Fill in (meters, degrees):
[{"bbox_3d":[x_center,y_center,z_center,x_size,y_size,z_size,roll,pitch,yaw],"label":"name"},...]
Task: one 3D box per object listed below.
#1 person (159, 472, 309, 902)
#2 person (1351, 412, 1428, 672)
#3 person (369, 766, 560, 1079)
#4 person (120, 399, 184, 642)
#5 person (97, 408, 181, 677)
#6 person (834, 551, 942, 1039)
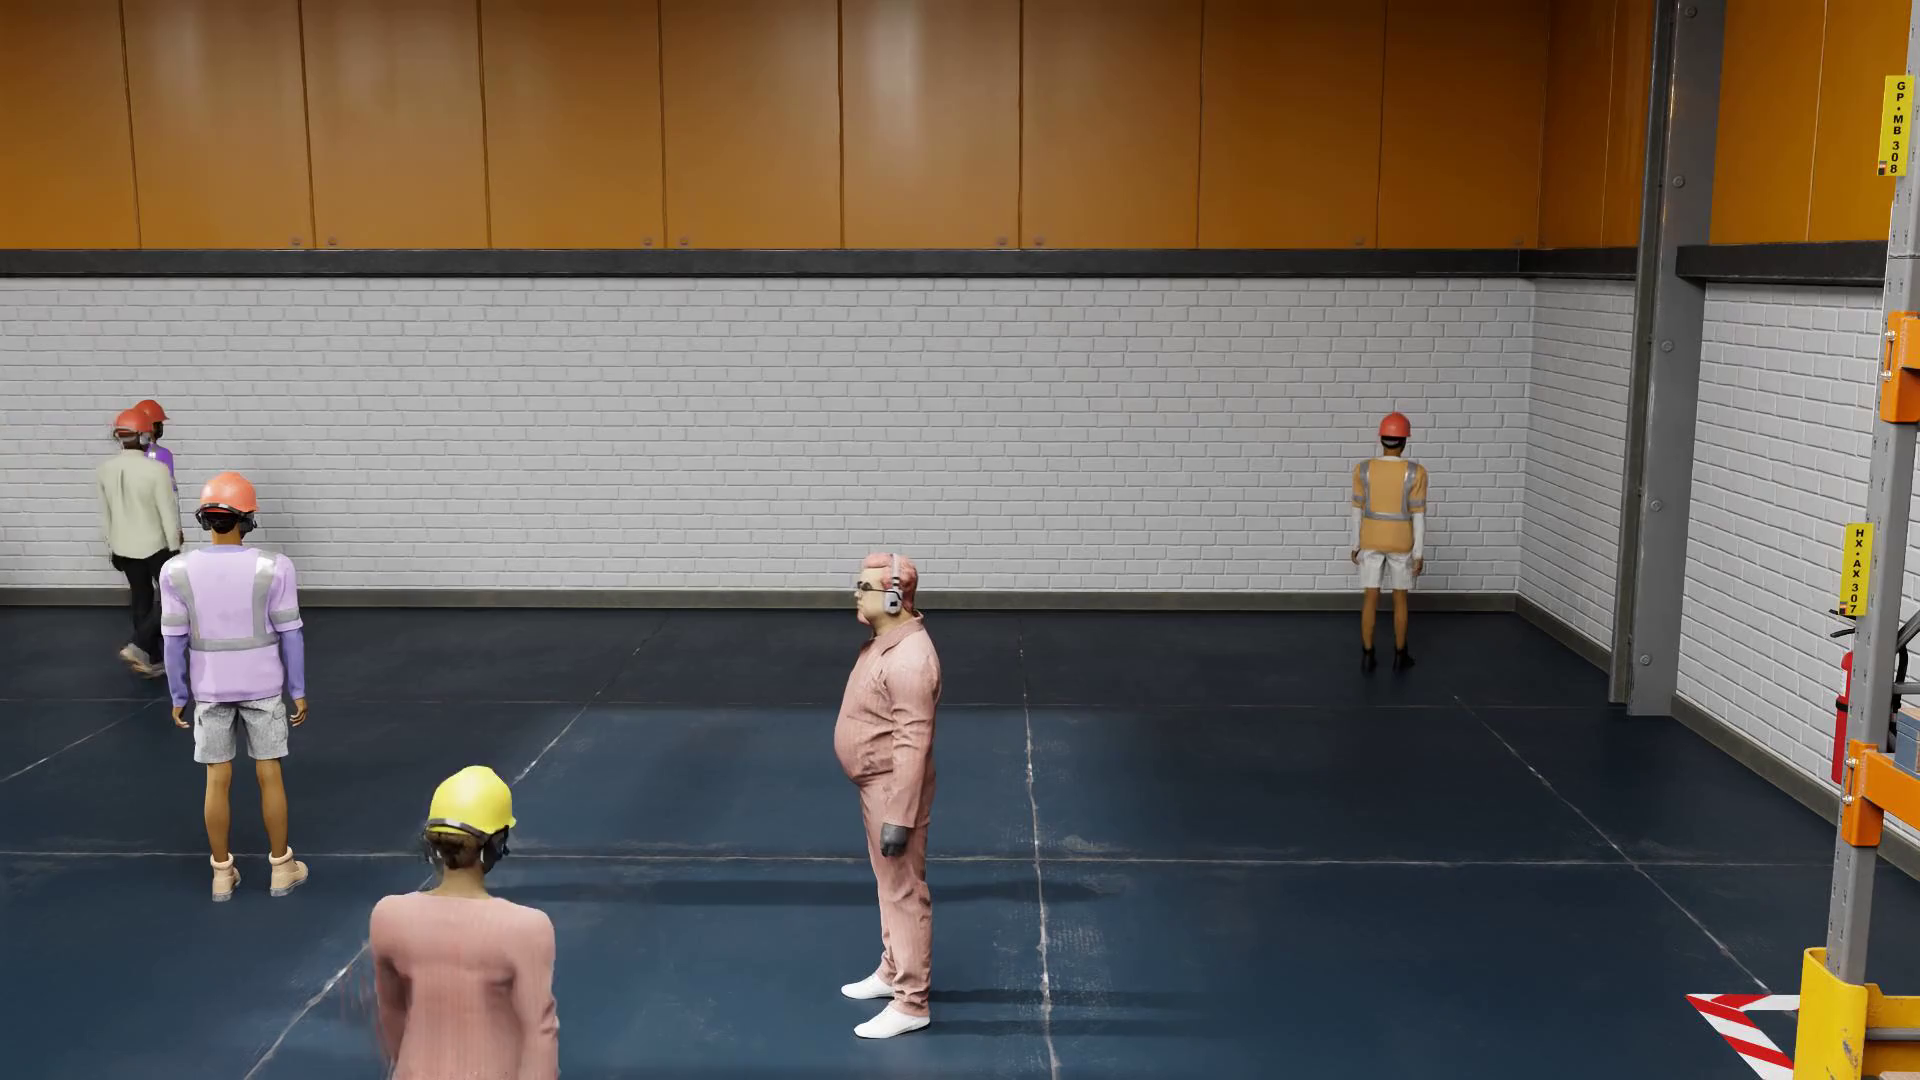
[{"bbox_3d":[-3.427,0.694,7.910,0.616,2.041,0.383,-2,10,-11],"label":"person"},{"bbox_3d":[3.167,0.018,12.296,0.552,1.934,0.370,4,10,24],"label":"person"},{"bbox_3d":[-1.257,1.435,4.409,0.545,1.722,0.859,1,10,8],"label":"person"},{"bbox_3d":[-6.403,-0.149,13.260,0.545,1.942,0.353,4,10,23],"label":"person"},{"bbox_3d":[-5.900,0.044,11.972,0.640,1.979,0.573,3,10,15],"label":"person"},{"bbox_3d":[-0.288,0.987,6.546,0.409,1.913,0.638,-2,10,-10],"label":"person"}]
